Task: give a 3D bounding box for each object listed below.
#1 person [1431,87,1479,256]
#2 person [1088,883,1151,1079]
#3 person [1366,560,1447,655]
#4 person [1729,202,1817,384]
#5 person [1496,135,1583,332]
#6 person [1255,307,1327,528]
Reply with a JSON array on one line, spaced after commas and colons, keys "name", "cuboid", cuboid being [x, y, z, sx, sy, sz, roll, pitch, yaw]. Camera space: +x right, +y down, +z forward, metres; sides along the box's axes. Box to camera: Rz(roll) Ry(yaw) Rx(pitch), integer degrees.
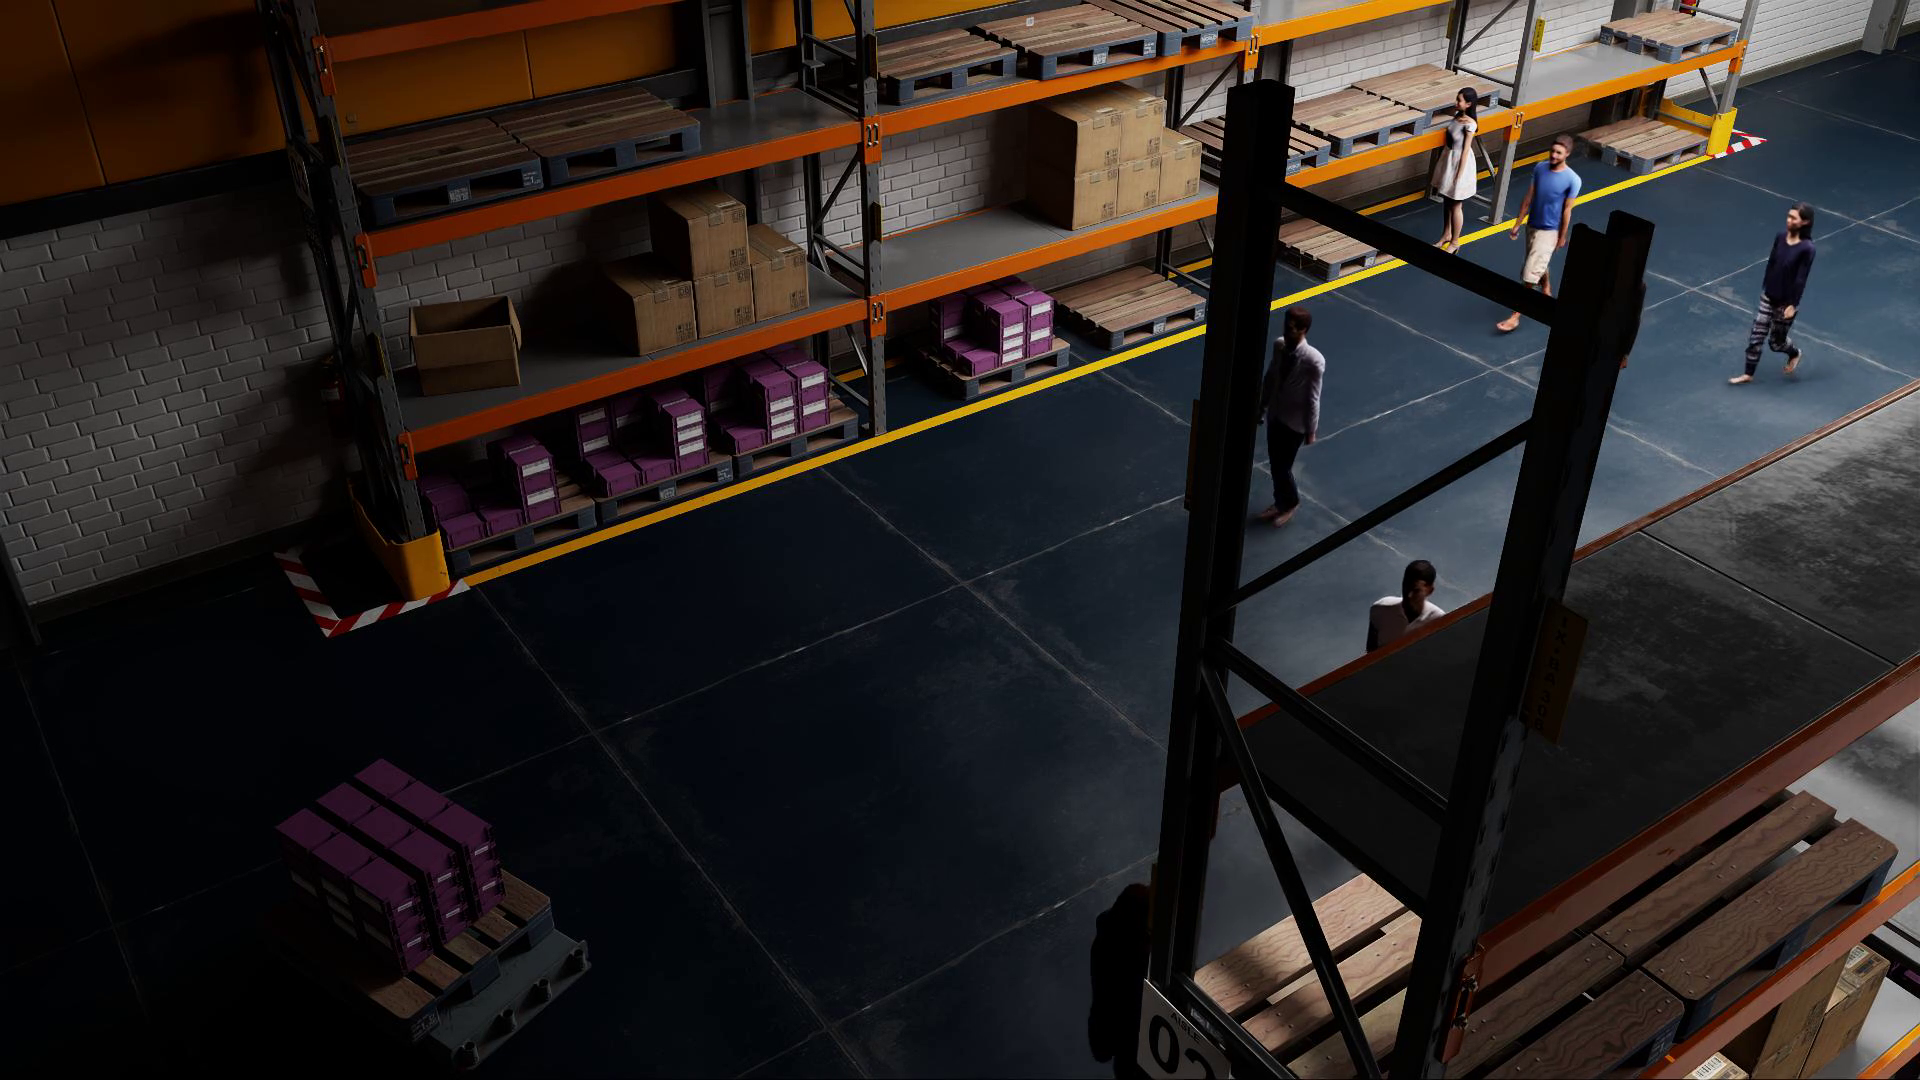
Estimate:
[{"name": "person", "cuboid": [5.077, -3.767, 17.033, 0.799, 1.769, 0.776, -3, 34, -4]}, {"name": "person", "cuboid": [0.873, 2.234, 8.072, 0.734, 1.694, 0.928, 26, 41, 33]}, {"name": "person", "cuboid": [2.682, 0.874, 10.001, 0.947, 1.823, 1.187, 20, 38, 27]}, {"name": "person", "cuboid": [7.294, -2.154, 14.651, 0.955, 1.718, 0.742, -10, 35, -14]}, {"name": "person", "cuboid": [5.571, -2.958, 15.762, 1.207, 1.828, 0.626, -21, 39, -28]}, {"name": "person", "cuboid": [2.587, -0.948, 12.731, 0.627, 1.836, 0.708, -18, 38, -25]}]
